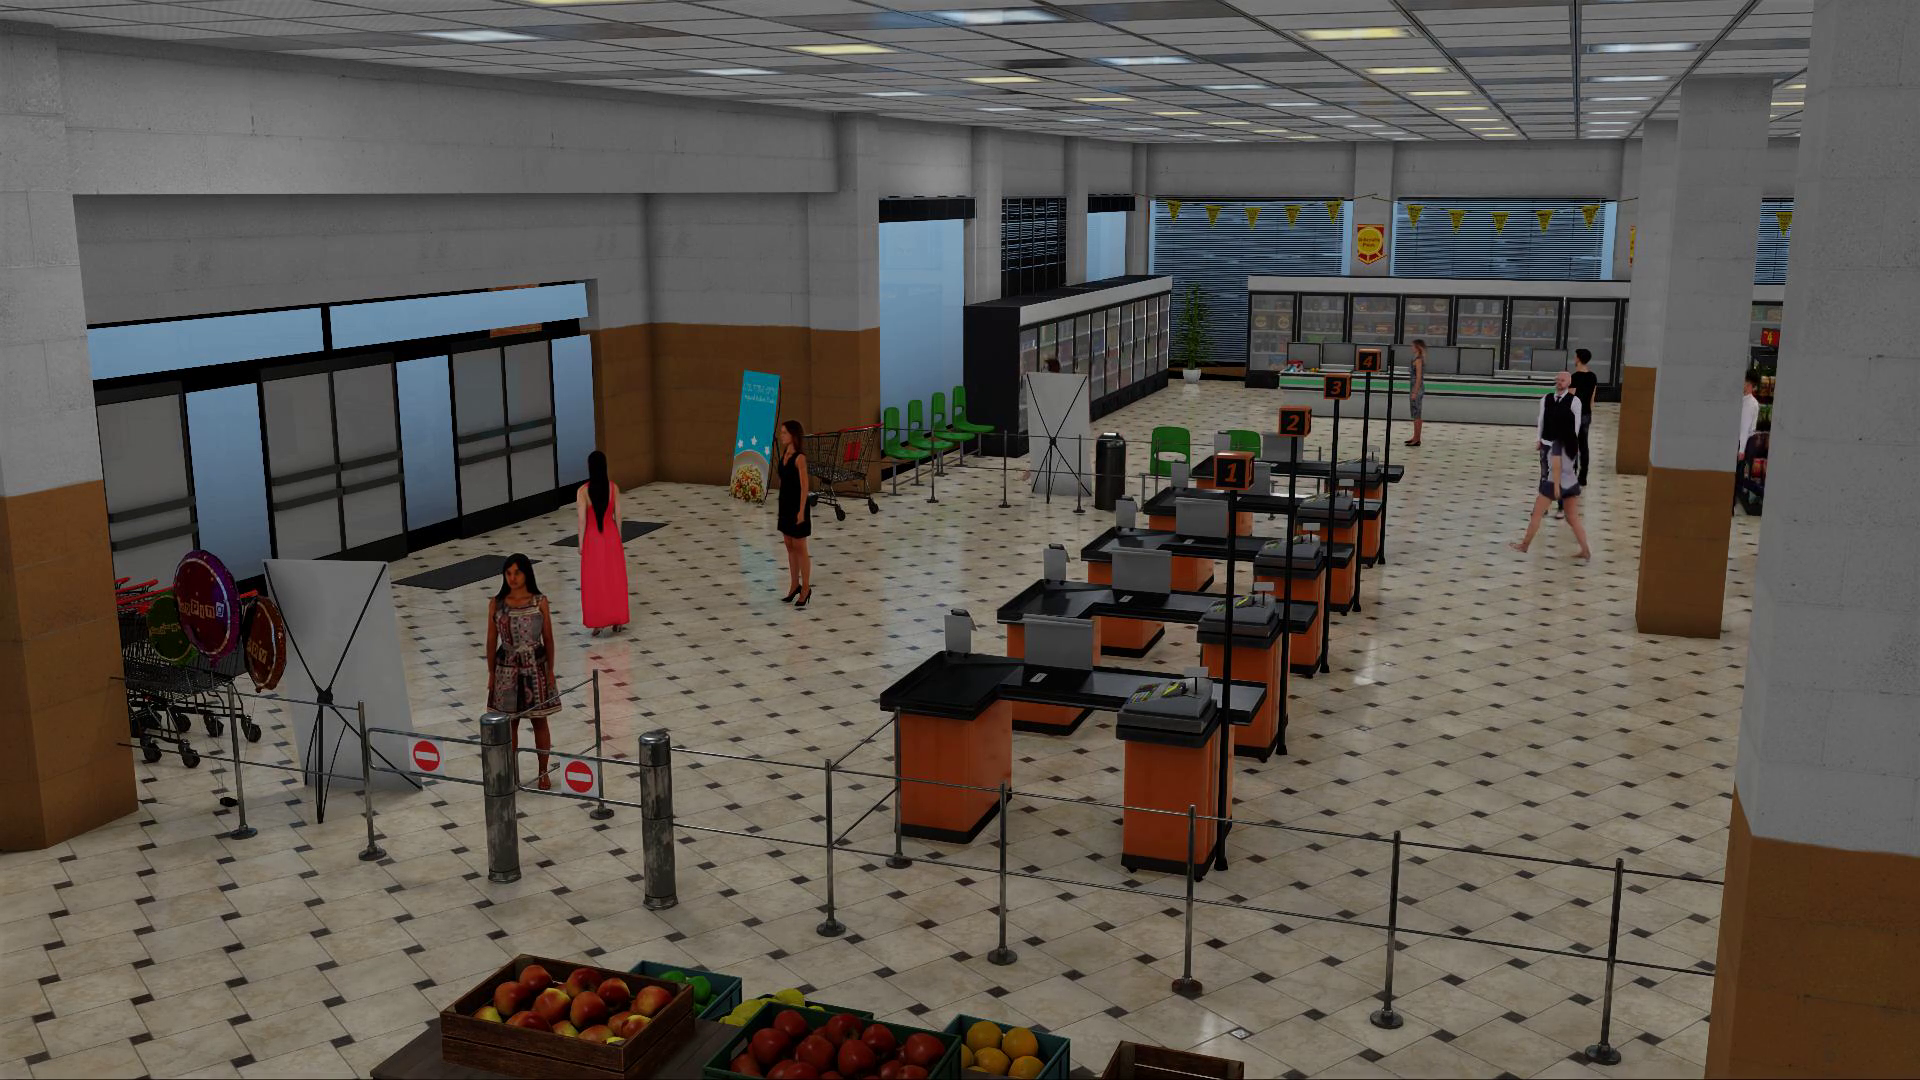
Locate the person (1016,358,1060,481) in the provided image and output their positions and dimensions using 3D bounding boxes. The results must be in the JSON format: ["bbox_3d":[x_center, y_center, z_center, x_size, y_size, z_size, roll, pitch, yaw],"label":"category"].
[{"bbox_3d":[1.387,-1.590,22.898,1.202,1.729,0.824,2,12,7],"label":"person"}]

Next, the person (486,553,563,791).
[{"bbox_3d":[-2.971,0.893,11.315,0.639,1.645,0.784,-2,12,-7],"label":"person"}]

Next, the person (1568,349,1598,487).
[{"bbox_3d":[8.562,-1.697,23.000,0.758,1.897,0.812,-6,13,-26],"label":"person"}]

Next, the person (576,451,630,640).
[{"bbox_3d":[-3.276,0.035,15.188,0.713,1.726,0.753,-7,14,-31],"label":"person"}]

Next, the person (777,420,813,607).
[{"bbox_3d":[-1.629,-0.261,16.334,0.729,1.834,0.636,-9,15,-36],"label":"person"}]

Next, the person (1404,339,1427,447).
[{"bbox_3d":[7.330,-2.364,26.637,0.516,1.704,0.577,3,12,15],"label":"person"}]

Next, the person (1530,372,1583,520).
[{"bbox_3d":[7.461,-1.190,20.773,0.675,1.823,0.828,10,16,41],"label":"person"}]

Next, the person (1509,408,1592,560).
[{"bbox_3d":[6.651,-0.559,18.203,1.027,1.647,1.218,-9,15,-37],"label":"person"}]
